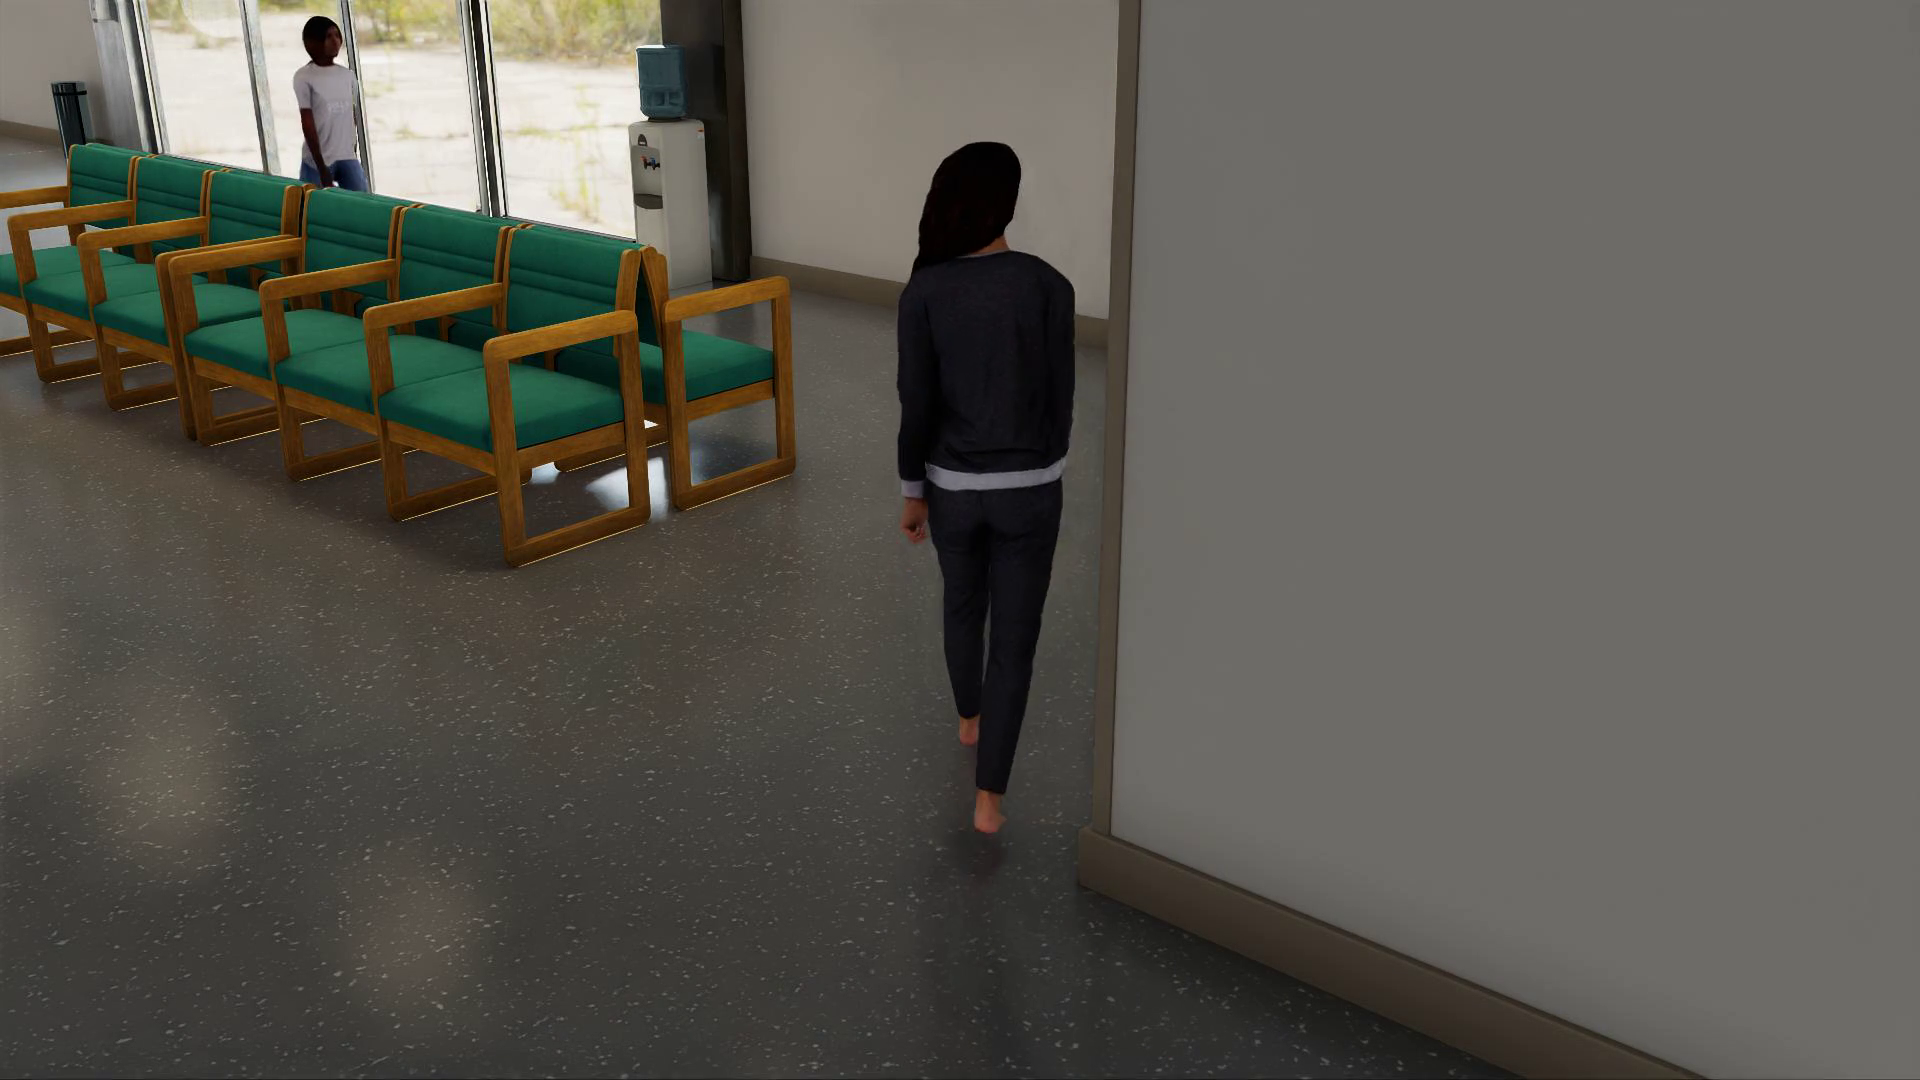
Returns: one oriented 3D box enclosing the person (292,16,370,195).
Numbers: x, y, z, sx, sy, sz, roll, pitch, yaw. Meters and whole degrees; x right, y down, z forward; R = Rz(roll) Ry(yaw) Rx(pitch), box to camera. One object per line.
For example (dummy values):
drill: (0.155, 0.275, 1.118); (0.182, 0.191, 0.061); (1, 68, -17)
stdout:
person: (-3.786, -2.189, 9.872); (0.656, 1.667, 1.092); (16, 26, 36)

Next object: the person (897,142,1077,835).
person: (0.085, -0.087, 4.232); (0.961, 1.730, 1.171); (3, 21, 8)
